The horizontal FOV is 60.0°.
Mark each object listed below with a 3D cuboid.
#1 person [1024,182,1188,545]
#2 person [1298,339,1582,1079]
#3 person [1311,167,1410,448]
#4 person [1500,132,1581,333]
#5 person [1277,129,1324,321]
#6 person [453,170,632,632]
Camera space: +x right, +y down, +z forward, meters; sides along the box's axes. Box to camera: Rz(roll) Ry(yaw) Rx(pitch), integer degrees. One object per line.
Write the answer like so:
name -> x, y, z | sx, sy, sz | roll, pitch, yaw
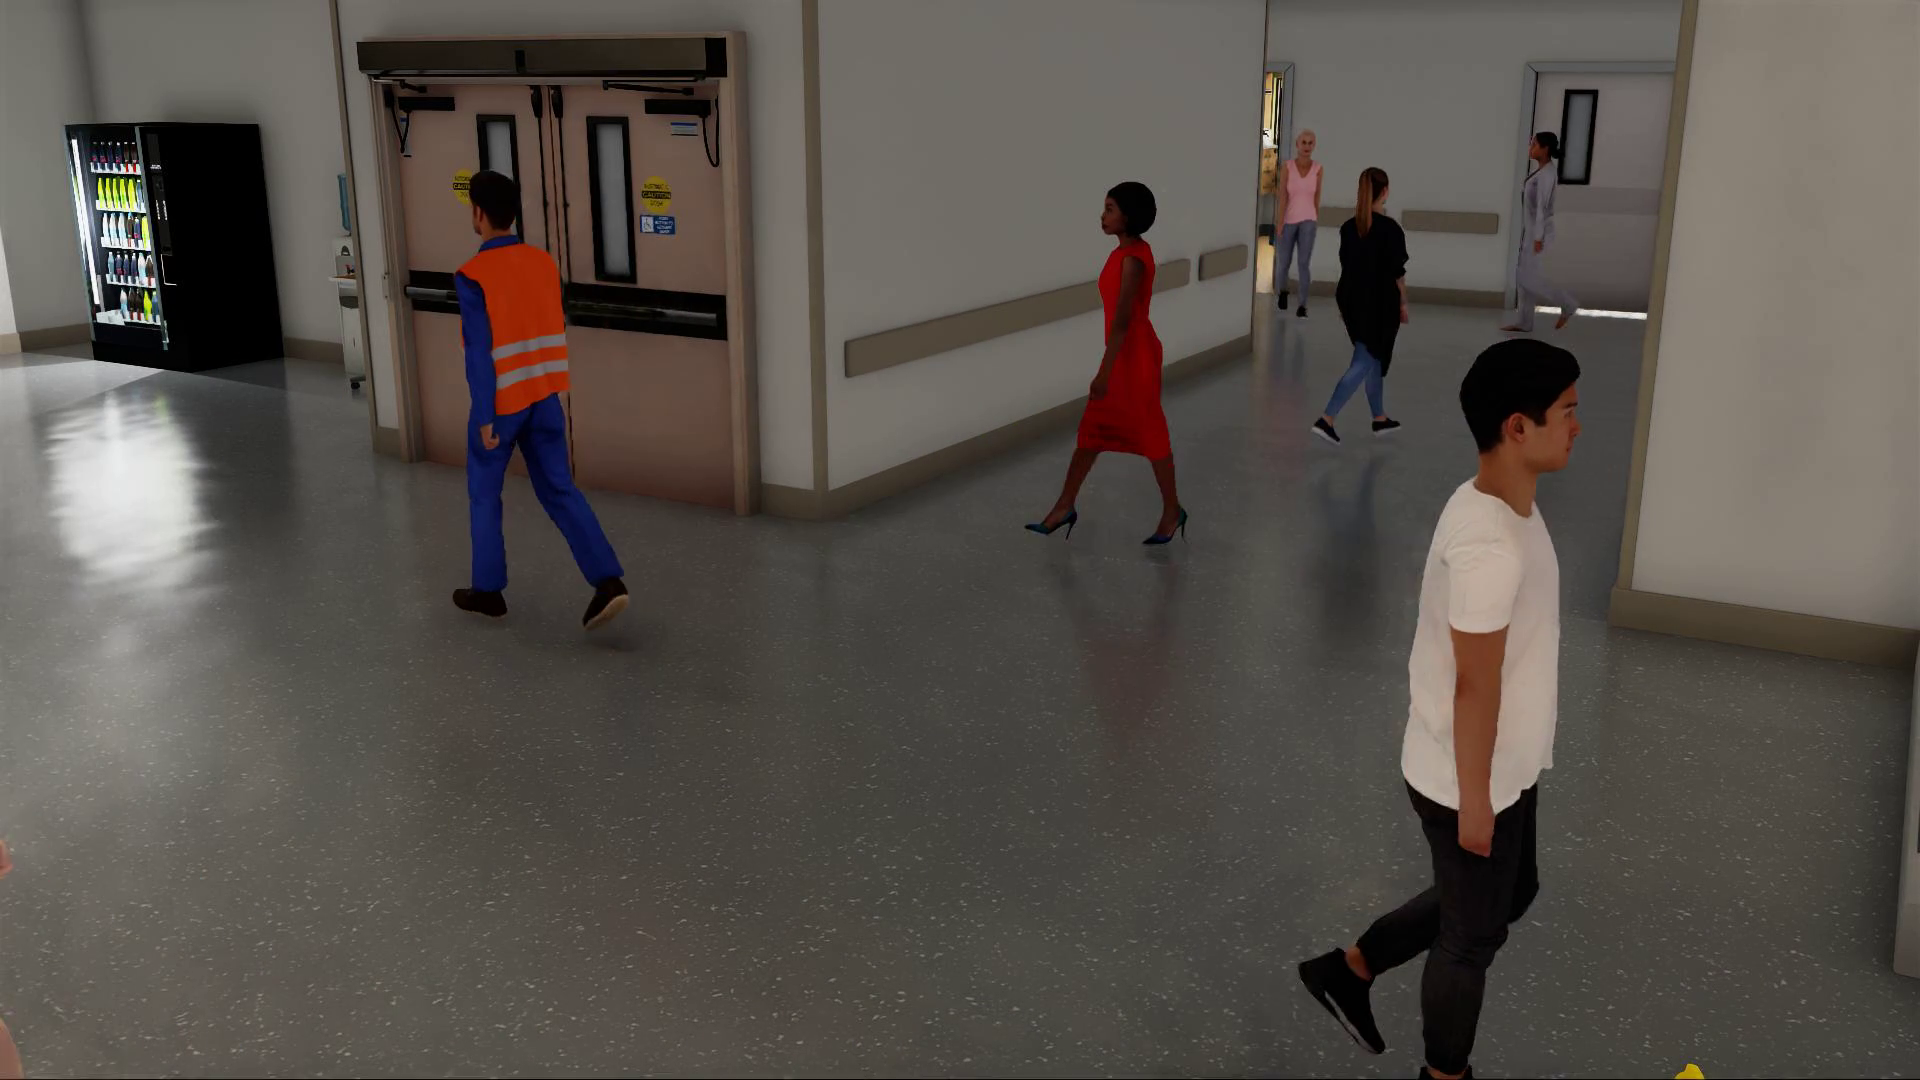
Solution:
person -> 0.887, -0.782, 7.817 | 1.081, 1.712, 0.983 | -3, 16, -11
person -> 0.992, 0.434, 3.452 | 0.804, 1.709, 0.668 | 7, 17, 22
person -> 2.404, -1.357, 9.970 | 1.004, 1.650, 1.123 | -10, 19, -31
person -> 5.092, -2.643, 14.400 | 0.936, 1.721, 0.755 | 5, 16, 16
person -> 3.103, -2.905, 15.376 | 1.089, 1.695, 0.890 | 2, 16, 8
person -> -1.694, -0.504, 6.609 | 1.211, 1.832, 0.770 | 11, 19, 35
